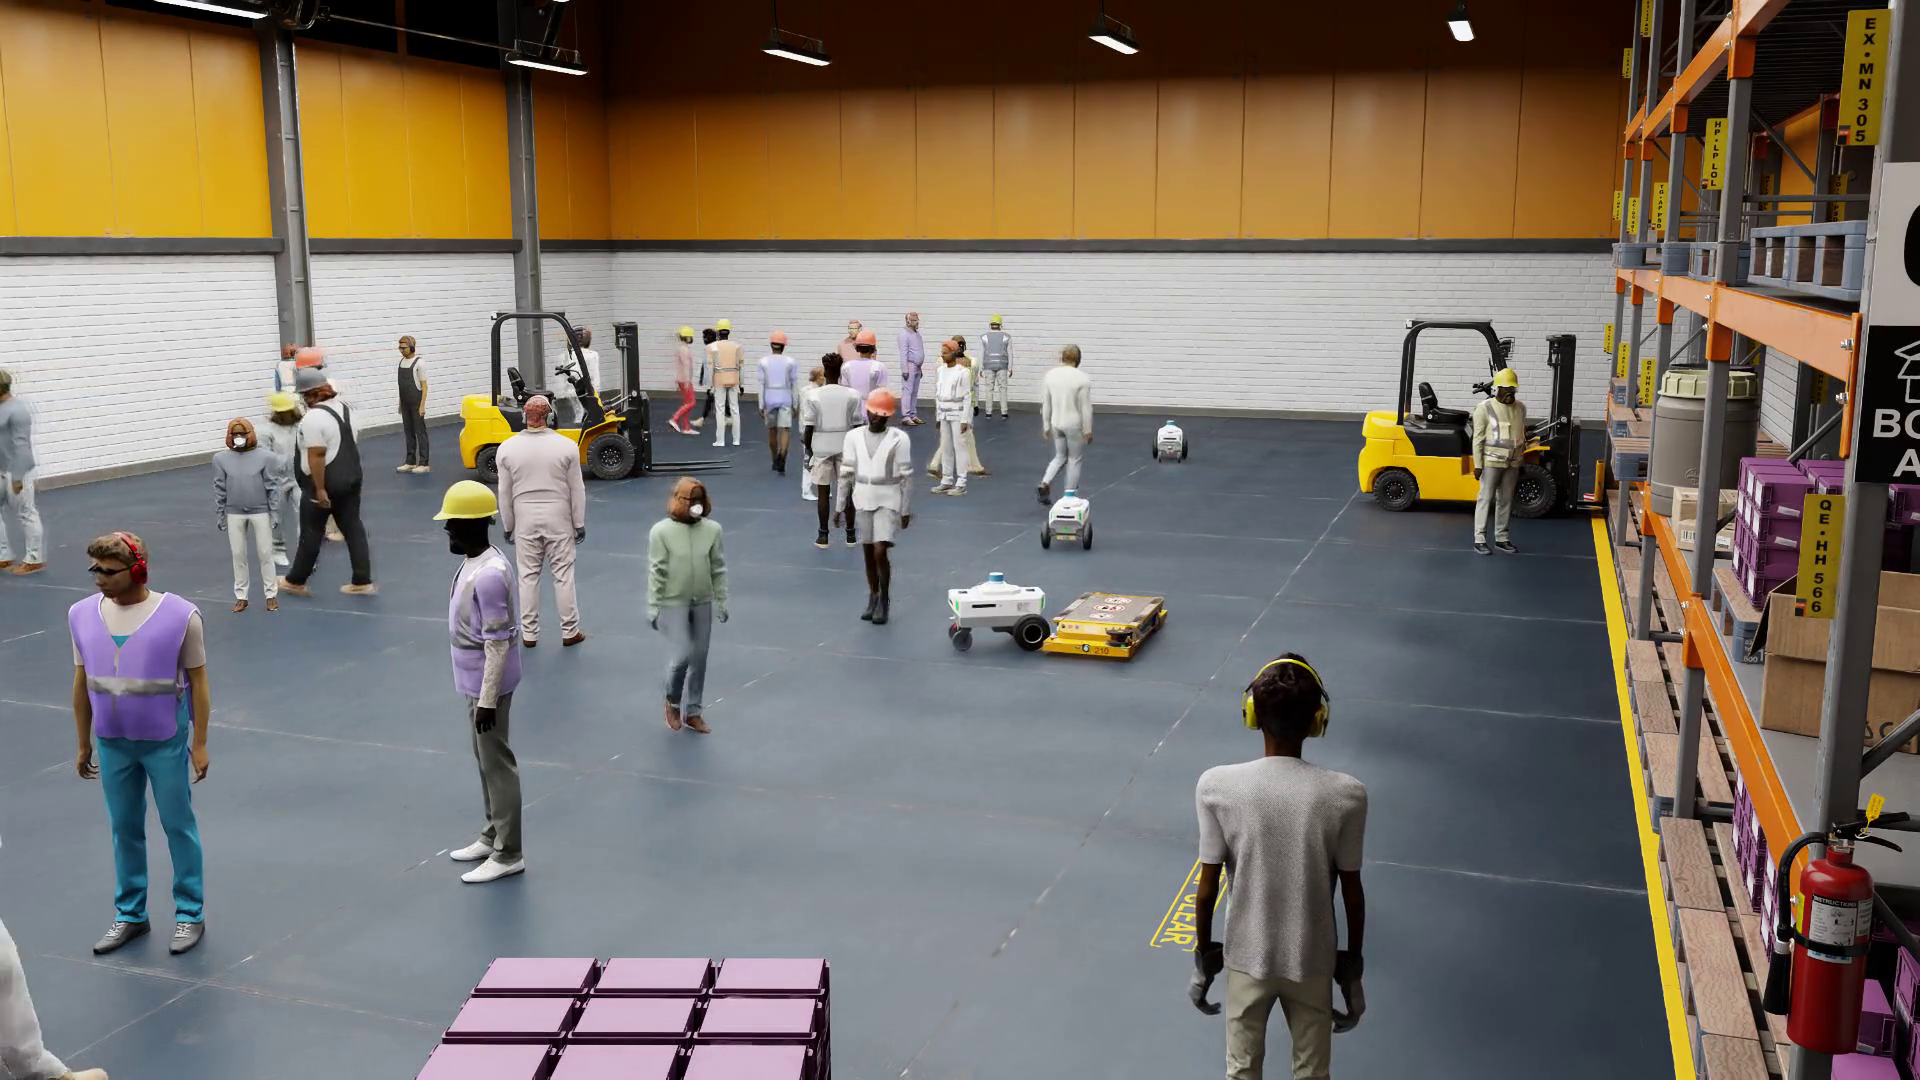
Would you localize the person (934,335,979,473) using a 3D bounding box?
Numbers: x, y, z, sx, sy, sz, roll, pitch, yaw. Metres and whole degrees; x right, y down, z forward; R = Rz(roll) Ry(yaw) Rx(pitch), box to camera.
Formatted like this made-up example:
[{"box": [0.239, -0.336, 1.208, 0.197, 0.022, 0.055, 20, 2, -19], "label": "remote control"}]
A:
[{"box": [-0.031, -1.805, 22.145, 0.627, 1.844, 0.429, -3, 10, -16], "label": "person"}]

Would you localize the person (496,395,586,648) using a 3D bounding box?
[{"box": [-3.142, -0.137, 12.564, 0.639, 1.911, 0.406, -1, 10, -5], "label": "person"}]

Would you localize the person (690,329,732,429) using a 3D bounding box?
[{"box": [-4.133, -2.679, 27.591, 0.892, 1.641, 0.551, -7, 12, -35], "label": "person"}]

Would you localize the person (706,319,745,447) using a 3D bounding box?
[{"box": [-3.531, -2.356, 25.006, 0.594, 1.926, 0.367, -5, 11, -27], "label": "person"}]

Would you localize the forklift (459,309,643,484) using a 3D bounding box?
[{"box": [-5.354, -1.902, 21.697, 2.313, 2.155, 1.214, -2, 10, -13], "label": "forklift"}]

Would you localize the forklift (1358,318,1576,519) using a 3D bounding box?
[{"box": [5.787, -1.437, 19.079, 2.313, 2.155, 1.214, 3, 11, 19], "label": "forklift"}]

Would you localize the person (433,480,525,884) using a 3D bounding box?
[{"box": [-2.291, 0.670, 7.968, 0.367, 1.927, 0.587, -4, 11, -23], "label": "person"}]

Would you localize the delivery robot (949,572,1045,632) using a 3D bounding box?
[{"box": [0.275, 0.489, 12.587, 0.707, 0.478, 0.477, -2, 10, -8], "label": "delivery robot"}]

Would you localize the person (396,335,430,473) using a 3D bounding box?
[{"box": [-7.303, -1.806, 22.158, 0.505, 1.840, 0.346, 6, 12, 31], "label": "person"}]

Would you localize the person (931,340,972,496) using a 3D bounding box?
[{"box": [-0.095, -1.479, 20.196, 0.358, 1.882, 0.574, -8, 13, -39], "label": "person"}]

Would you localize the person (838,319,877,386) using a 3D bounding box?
[{"box": [-1.594, -2.386, 25.238, 0.642, 1.909, 0.409, 3, 11, 17], "label": "person"}]

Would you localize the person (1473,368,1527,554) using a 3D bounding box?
[{"box": [5.318, -0.771, 16.350, 0.599, 1.830, 0.404, -4, 11, -19], "label": "person"}]

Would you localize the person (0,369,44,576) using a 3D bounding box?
[{"box": [-8.743, -0.601, 15.130, 0.655, 1.921, 0.669, 7, 12, 33], "label": "person"}]

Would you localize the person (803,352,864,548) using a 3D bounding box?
[{"box": [-1.270, -0.897, 16.681, 0.612, 1.963, 0.363, -2, 10, -12], "label": "person"}]

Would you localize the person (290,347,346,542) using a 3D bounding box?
[{"box": [-6.497, -0.947, 16.855, 0.735, 2.002, 0.661, -1, 10, -5], "label": "person"}]

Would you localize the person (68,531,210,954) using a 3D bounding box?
[{"box": [-3.498, 0.862, 7.134, 0.570, 1.836, 0.385, 0, 10, 2], "label": "person"}]

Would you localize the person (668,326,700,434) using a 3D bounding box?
[{"box": [-4.397, -2.536, 26.524, 0.416, 1.754, 0.526, -3, 10, -15], "label": "person"}]

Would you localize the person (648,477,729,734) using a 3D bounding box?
[{"box": [-1.664, 0.412, 10.267, 0.526, 1.617, 0.359, -7, 12, -36], "label": "person"}]

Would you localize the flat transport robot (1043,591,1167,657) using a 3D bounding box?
[{"box": [1.145, 0.633, 12.840, 0.652, 0.197, 1.431, 3, 11, 18], "label": "flat transport robot"}]

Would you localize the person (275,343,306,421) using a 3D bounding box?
[{"box": [-9.523, -1.985, 23.738, 0.515, 1.636, 0.315, 3, 10, 15], "label": "person"}]

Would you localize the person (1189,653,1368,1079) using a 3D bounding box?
[{"box": [0.932, 1.248, 4.872, 0.511, 1.872, 0.329, 2, 10, 10], "label": "person"}]

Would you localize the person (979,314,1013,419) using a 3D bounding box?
[{"box": [0.629, -3.016, 28.998, 0.599, 1.827, 0.403, 1, 10, 4], "label": "person"}]

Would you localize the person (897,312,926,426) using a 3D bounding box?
[{"box": [-0.796, -2.879, 28.015, 0.408, 1.908, 0.643, 4, 11, 22], "label": "person"}]

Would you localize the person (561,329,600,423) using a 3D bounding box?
[{"box": [-5.440, -2.076, 23.653, 0.630, 1.857, 0.742, 4, 11, 23], "label": "person"}]

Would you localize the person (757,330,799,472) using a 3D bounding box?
[{"box": [-2.427, -1.841, 22.185, 0.542, 1.911, 0.828, -1, 10, -3], "label": "person"}]

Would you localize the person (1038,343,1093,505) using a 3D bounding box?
[{"box": [1.201, -1.280, 18.977, 0.626, 1.918, 0.574, 9, 13, 41], "label": "person"}]

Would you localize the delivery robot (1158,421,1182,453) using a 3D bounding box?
[{"box": [2.962, -1.438, 23.437, 0.477, 0.478, 0.707, 1, 10, 7], "label": "delivery robot"}]

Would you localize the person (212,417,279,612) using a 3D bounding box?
[{"box": [-5.892, -0.207, 13.760, 0.501, 1.626, 0.282, -2, 10, -12], "label": "person"}]

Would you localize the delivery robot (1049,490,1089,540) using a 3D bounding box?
[{"box": [1.106, -0.263, 16.805, 0.477, 0.478, 0.707, 2, 10, 10], "label": "delivery robot"}]

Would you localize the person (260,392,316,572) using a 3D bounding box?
[{"box": [-6.246, -0.546, 15.488, 0.505, 1.681, 0.944, -7, 12, -36], "label": "person"}]

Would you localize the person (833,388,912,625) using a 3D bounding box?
[{"box": [-0.704, -0.268, 13.305, 0.587, 1.903, 0.613, 4, 11, 19], "label": "person"}]

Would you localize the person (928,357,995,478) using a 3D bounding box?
[{"box": [-0.012, -1.589, 21.653, 0.880, 1.586, 0.507, 0, 10, -3], "label": "person"}]

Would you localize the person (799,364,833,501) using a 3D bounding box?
[{"box": [-1.714, -1.285, 19.821, 0.328, 1.627, 0.531, 9, 14, 42], "label": "person"}]

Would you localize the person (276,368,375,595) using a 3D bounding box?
[{"box": [-5.529, -0.530, 14.402, 0.913, 2.000, 0.694, 3, 11, 17], "label": "person"}]

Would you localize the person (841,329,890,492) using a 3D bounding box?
[{"box": [-1.096, -1.461, 19.627, 0.615, 2.047, 0.357, 5, 11, 24], "label": "person"}]

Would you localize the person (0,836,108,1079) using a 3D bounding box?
[{"box": [-3.539, 1.143, 5.662, 0.914, 1.808, 0.639, -8, 13, -39], "label": "person"}]
